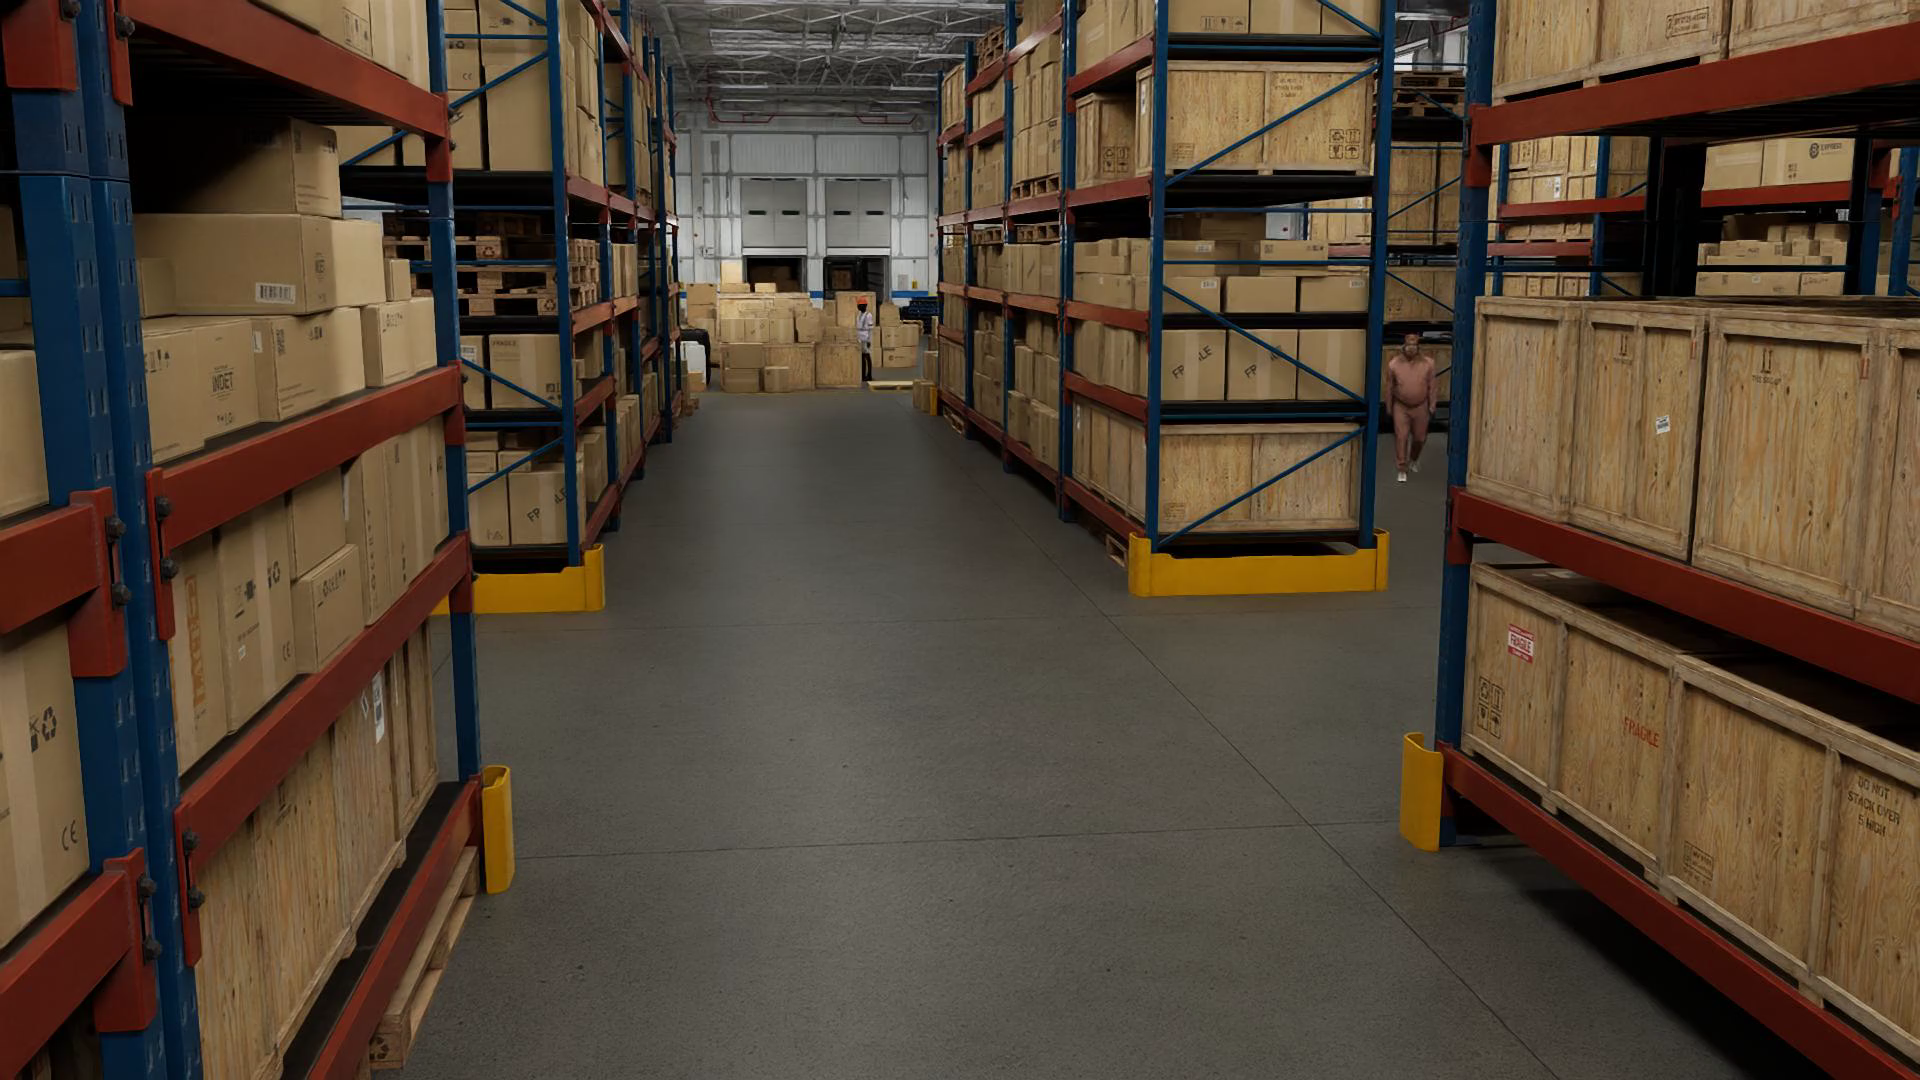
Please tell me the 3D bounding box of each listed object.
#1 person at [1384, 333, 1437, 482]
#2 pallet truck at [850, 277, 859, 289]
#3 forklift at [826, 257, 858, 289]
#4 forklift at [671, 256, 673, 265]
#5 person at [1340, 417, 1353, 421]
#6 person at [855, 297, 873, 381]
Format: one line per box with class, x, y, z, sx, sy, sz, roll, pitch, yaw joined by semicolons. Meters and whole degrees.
person;5.758;-1.695;21.299;0.656;1.898;0.521;2;10;9
pallet truck;-3.782;-9.391;65.808;1.885;1.965;0.823;2;10;10
forklift;-3.358;-6.666;47.375;1.129;2.768;1.873;-1;10;-7
forklift;-10.987;-9.066;61.344;1.129;2.768;1.873;-1;10;-7
person;4.061;-1.058;18.162;0.319;1.695;0.539;-8;13;-39
person;-2.211;-4.595;38.061;0.379;1.937;0.547;-6;12;-33
